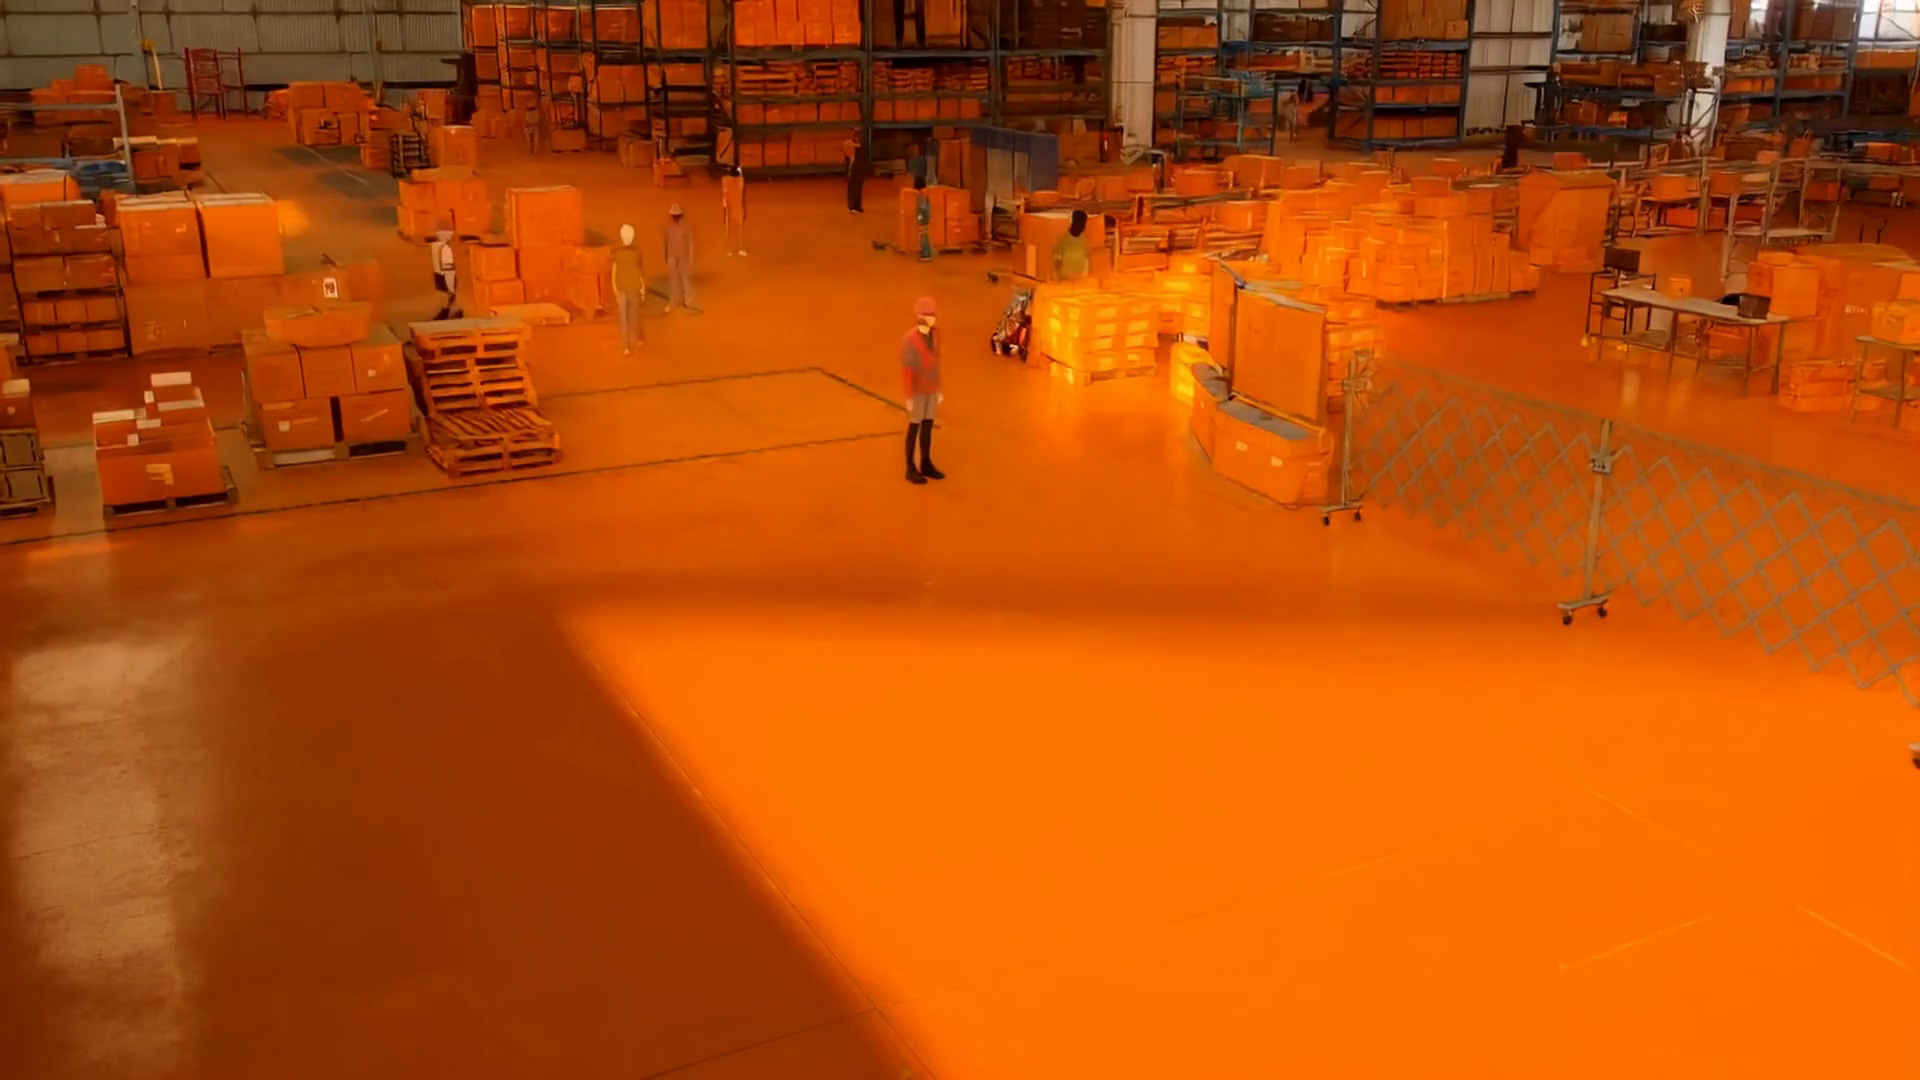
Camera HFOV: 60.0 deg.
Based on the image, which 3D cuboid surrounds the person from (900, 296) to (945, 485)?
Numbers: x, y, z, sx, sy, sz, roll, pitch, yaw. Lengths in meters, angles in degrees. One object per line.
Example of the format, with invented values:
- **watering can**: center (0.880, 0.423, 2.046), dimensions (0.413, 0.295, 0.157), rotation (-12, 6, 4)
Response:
- **person**: center (-0.366, -1.554, 17.196), dimensions (0.362, 1.939, 0.542), rotation (15, 23, 39)

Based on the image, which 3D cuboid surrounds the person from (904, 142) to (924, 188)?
- **person**: center (-1.108, -8.873, 40.529), dimensions (0.516, 1.615, 0.360), rotation (4, 18, 11)

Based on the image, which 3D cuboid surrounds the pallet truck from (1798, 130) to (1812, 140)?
- **pallet truck**: center (25.526, -11.556, 49.408), dimensions (1.630, 1.274, 0.653), rotation (-9, 20, -26)

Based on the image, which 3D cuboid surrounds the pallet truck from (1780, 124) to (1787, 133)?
- **pallet truck**: center (25.206, -12.542, 52.601), dimensions (1.601, 1.201, 0.680), rotation (0, 18, -2)

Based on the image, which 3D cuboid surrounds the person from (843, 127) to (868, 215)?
- **person**: center (-2.443, -8.767, 39.519), dimensions (0.536, 2.000, 0.677), rotation (8, 20, 24)

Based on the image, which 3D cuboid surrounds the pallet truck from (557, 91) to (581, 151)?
- **pallet truck**: center (-13.495, -14.412, 57.188), dimensions (0.823, 1.965, 1.885), rotation (-3, 18, -9)

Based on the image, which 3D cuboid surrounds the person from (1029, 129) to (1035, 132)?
- **person**: center (1.770, -9.834, 43.374), dimensions (0.934, 1.716, 0.526), rotation (-3, 18, -10)

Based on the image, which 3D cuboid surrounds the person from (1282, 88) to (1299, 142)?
- **person**: center (12.124, -15.555, 60.904), dimensions (0.644, 1.905, 0.400), rotation (15, 23, 39)

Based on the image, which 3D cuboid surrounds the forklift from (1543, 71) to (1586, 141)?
- **forklift**: center (18.685, -13.231, 52.085), dimensions (1.873, 2.768, 1.129), rotation (-9, 20, -26)

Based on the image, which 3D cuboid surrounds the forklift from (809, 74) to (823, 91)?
- **forklift**: center (-4.357, -12.765, 50.629), dimensions (1.873, 2.768, 1.129), rotation (-9, 20, -26)

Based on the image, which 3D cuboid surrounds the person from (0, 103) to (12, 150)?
- **person**: center (-32.811, -14.167, 57.042), dimensions (0.516, 1.619, 0.587), rotation (-1, 18, -2)

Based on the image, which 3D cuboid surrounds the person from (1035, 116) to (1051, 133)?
- **person**: center (2.139, -10.218, 44.113), dimensions (0.622, 1.997, 0.371), rotation (-6, 19, -19)

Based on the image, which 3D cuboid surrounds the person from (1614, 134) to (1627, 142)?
- **person**: center (22.901, -14.537, 57.707), dimensions (0.649, 1.919, 0.556), rotation (-8, 20, -24)

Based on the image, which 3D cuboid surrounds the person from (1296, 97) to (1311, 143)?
- **person**: center (12.529, -15.268, 60.441), dimensions (0.901, 1.656, 0.535), rotation (-14, 22, -37)

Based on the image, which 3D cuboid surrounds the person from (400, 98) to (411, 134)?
- **person**: center (-19.999, -15.141, 60.054), dimensions (0.315, 1.629, 0.509), rotation (-8, 20, -24)

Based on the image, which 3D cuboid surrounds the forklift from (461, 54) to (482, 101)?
- **forklift**: center (-20.931, -19.315, 71.051), dimensions (1.873, 2.768, 1.129), rotation (-9, 20, -26)

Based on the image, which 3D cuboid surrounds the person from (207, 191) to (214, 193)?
- **person**: center (-12.101, -4.694, 27.030), dimensions (0.448, 1.907, 0.586), rotation (-6, 19, -19)

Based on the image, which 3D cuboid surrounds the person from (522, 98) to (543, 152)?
- **person**: center (-14.475, -14.050, 56.359), dimensions (0.686, 1.811, 0.599), rotation (-5, 18, -14)

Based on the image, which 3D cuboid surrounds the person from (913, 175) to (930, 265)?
- **person**: center (-0.739, -6.139, 31.899), dimensions (0.323, 1.689, 0.536), rotation (3, 18, 10)

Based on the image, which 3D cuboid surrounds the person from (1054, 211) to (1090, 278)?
- **person**: center (1.691, -3.884, 24.526), dimensions (0.953, 1.898, 0.625), rotation (16, 24, 40)

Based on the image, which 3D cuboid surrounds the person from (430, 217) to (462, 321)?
- **person**: center (-7.391, -3.620, 23.669), dimensions (0.732, 1.922, 0.544), rotation (-13, 22, -36)

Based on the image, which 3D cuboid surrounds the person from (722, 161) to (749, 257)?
- **person**: center (-4.441, -6.553, 32.891), dimensions (0.521, 1.874, 0.327), rotation (-8, 20, -25)

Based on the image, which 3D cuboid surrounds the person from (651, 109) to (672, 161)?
- **person**: center (-8.875, -11.928, 49.679), dimensions (0.653, 1.855, 0.420), rotation (5, 18, 15)

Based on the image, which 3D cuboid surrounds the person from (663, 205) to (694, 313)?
- **person**: center (-4.546, -4.543, 26.862), dimensions (0.542, 1.712, 0.903), rotation (4, 18, 11)

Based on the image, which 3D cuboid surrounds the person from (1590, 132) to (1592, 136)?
- **person**: center (20.679, -13.552, 54.824), dimensions (0.660, 1.809, 0.593), rotation (-10, 20, -28)

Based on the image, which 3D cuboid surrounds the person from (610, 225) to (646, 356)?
- **person**: center (-4.715, -3.562, 23.669), dimensions (0.523, 1.818, 0.981), rotation (-1, 18, -4)

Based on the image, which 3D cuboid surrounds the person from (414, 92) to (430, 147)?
- **person**: center (-18.921, -14.763, 58.433), dimensions (0.590, 1.909, 0.386), rotation (14, 22, 37)

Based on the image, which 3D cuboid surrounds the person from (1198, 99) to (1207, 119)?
- **person**: center (9.015, -15.554, 61.361), dimensions (0.500, 1.620, 0.401), rotation (-12, 21, -33)
